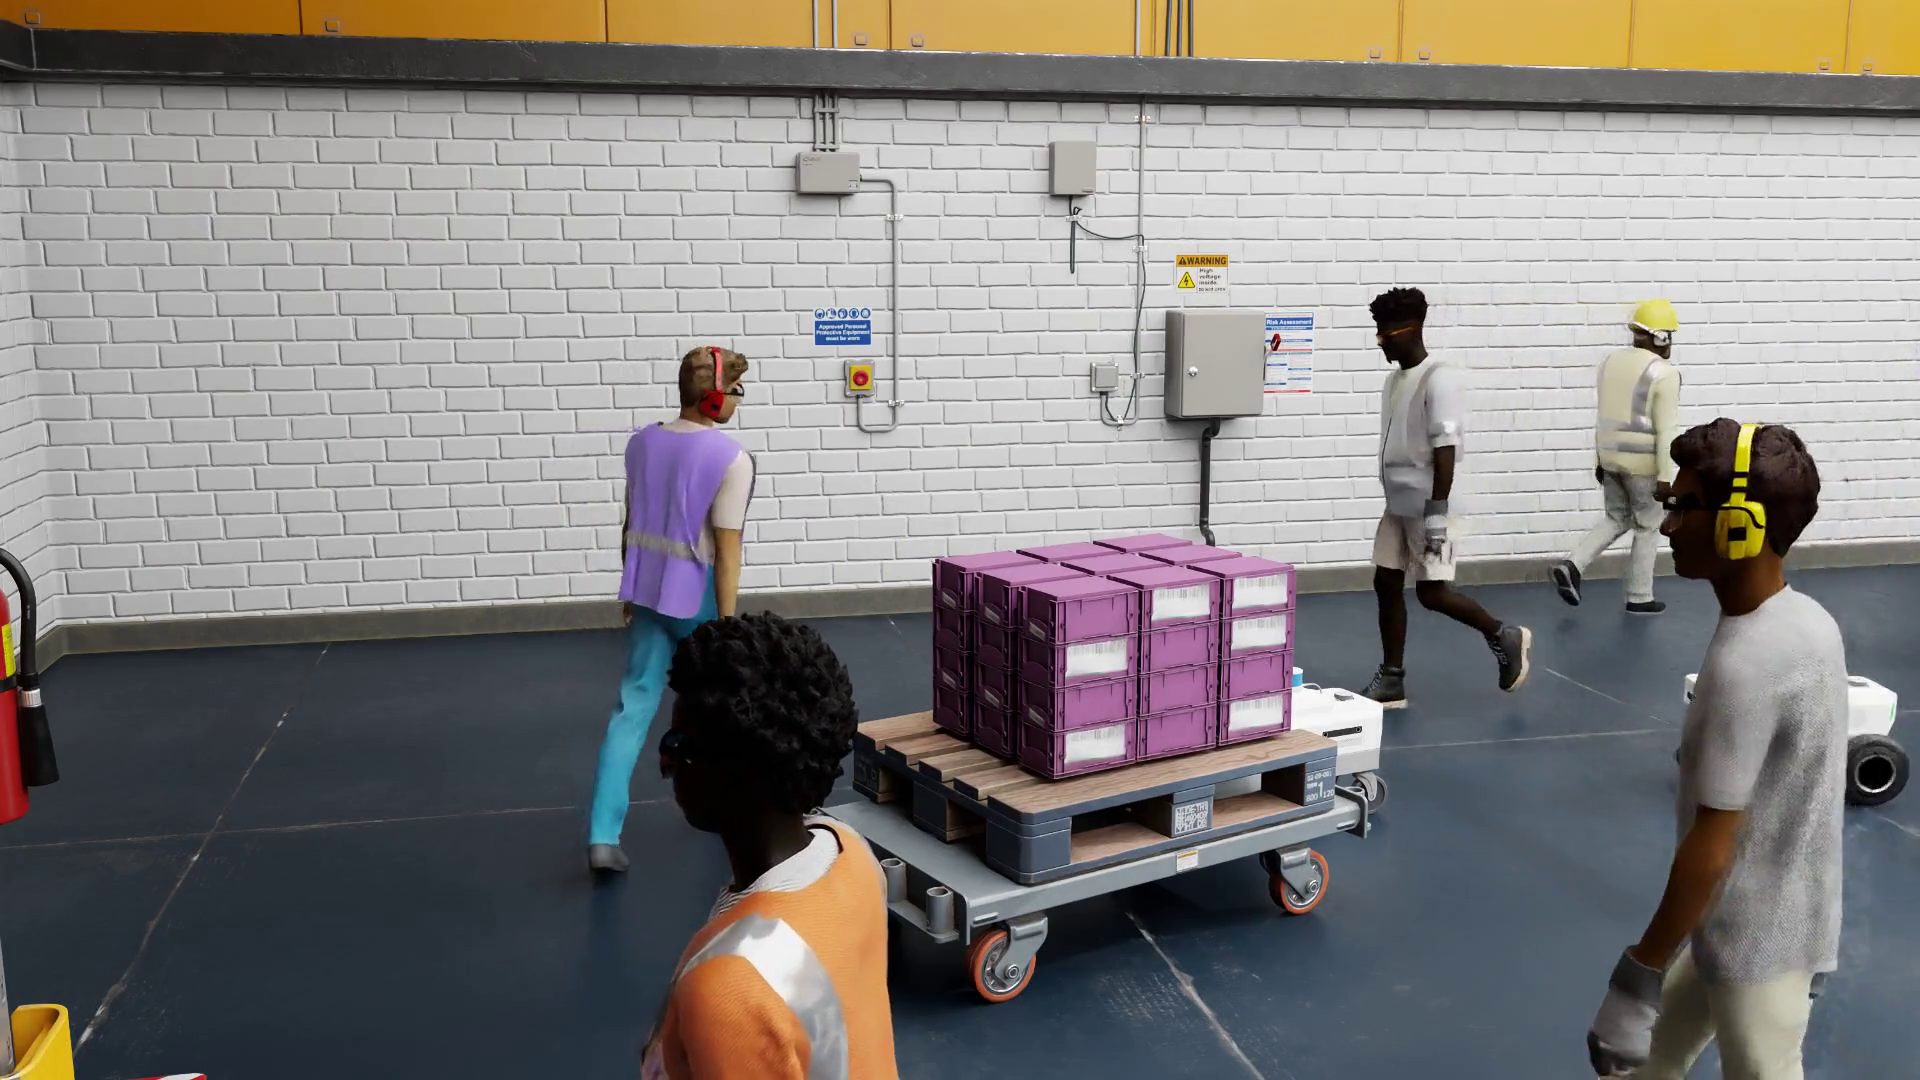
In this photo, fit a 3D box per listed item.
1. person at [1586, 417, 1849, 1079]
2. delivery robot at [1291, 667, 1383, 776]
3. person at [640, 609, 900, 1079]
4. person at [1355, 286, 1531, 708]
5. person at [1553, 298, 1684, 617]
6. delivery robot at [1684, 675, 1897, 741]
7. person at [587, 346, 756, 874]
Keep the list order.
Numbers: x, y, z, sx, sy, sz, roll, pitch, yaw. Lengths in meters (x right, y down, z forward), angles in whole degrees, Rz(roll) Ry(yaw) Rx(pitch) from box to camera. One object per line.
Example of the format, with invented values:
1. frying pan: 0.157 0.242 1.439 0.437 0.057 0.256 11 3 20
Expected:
1. person: 1.236 0.704 2.928 0.933 1.820 0.557 6 12 29
2. delivery robot: 1.209 0.711 6.147 0.707 0.478 0.477 -5 11 -26
3. person: -0.215 0.923 2.065 0.322 1.696 0.536 2 10 8
4. person: 2.167 -0.171 7.495 0.791 1.933 0.659 -2 10 -11
5. person: 3.728 -0.444 9.308 0.617 1.814 0.611 -4 11 -20
6. delivery robot: 3.208 0.656 6.454 0.707 0.478 0.477 0 10 2
7. person: -0.985 0.230 5.700 0.670 1.784 1.001 7 12 32
